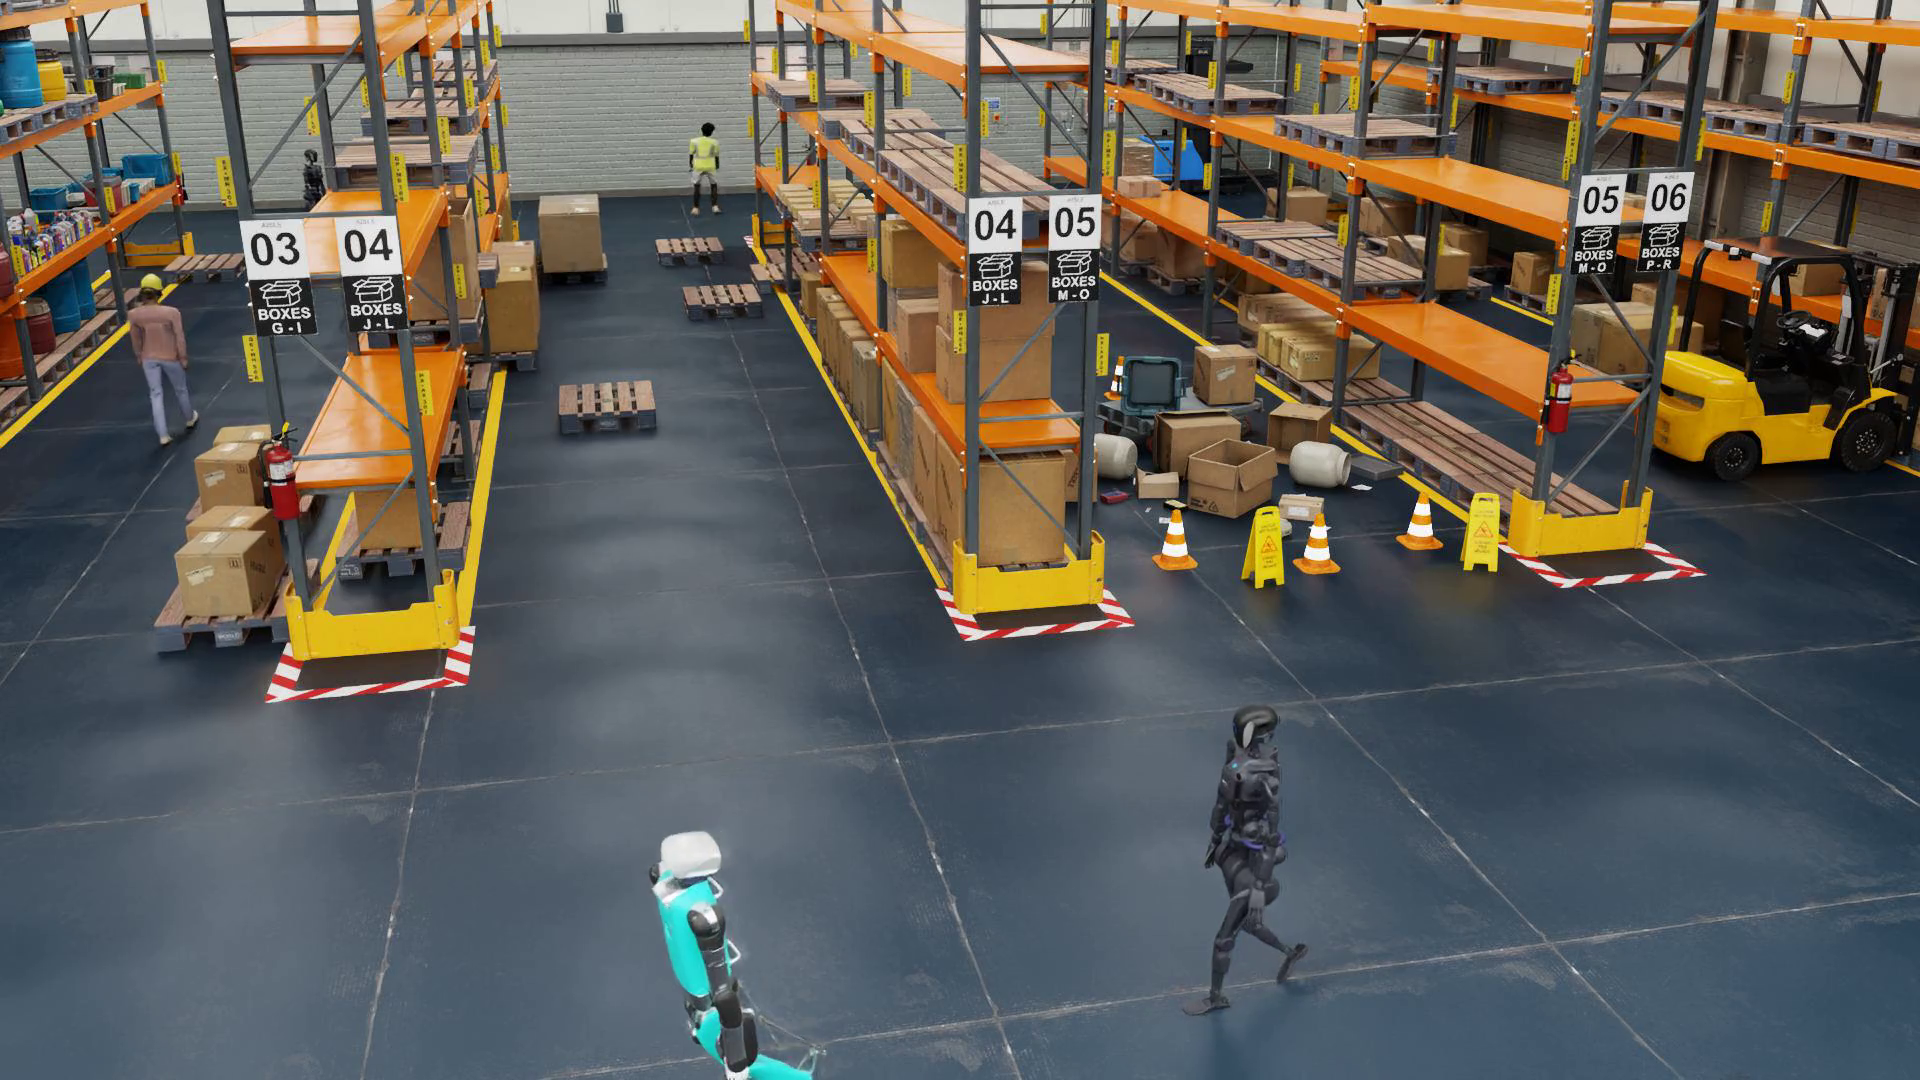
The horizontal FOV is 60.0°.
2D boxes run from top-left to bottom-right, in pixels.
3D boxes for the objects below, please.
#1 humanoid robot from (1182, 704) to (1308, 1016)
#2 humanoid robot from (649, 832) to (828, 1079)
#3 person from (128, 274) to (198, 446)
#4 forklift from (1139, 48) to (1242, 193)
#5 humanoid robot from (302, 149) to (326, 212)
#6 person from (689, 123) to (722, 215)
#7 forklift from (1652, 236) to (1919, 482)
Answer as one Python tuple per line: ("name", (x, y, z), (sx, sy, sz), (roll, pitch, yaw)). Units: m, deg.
("humanoid robot", (1.448, 1.535, 8.102), (0.728, 1.632, 0.586), (-7, 21, -17))
("humanoid robot", (-0.846, 2.007, 6.844), (0.749, 1.884, 0.541), (-12, 23, -29))
("person", (-8.246, -1.892, 17.204), (0.545, 1.714, 0.895), (-4, 21, -9))
("forklift", (4.566, -8.313, 32.860), (1.873, 2.768, 1.129), (-4, 21, -12))
("humanoid robot", (-10.587, -5.586, 27.294), (0.786, 1.631, 0.600), (3, 21, 9))
("person", (-4.690, -6.813, 30.542), (0.589, 1.668, 0.325), (-3, 21, -7))
("forklift", (8.013, -1.814, 16.330), (2.313, 2.155, 1.214), (-4, 21, -12))
